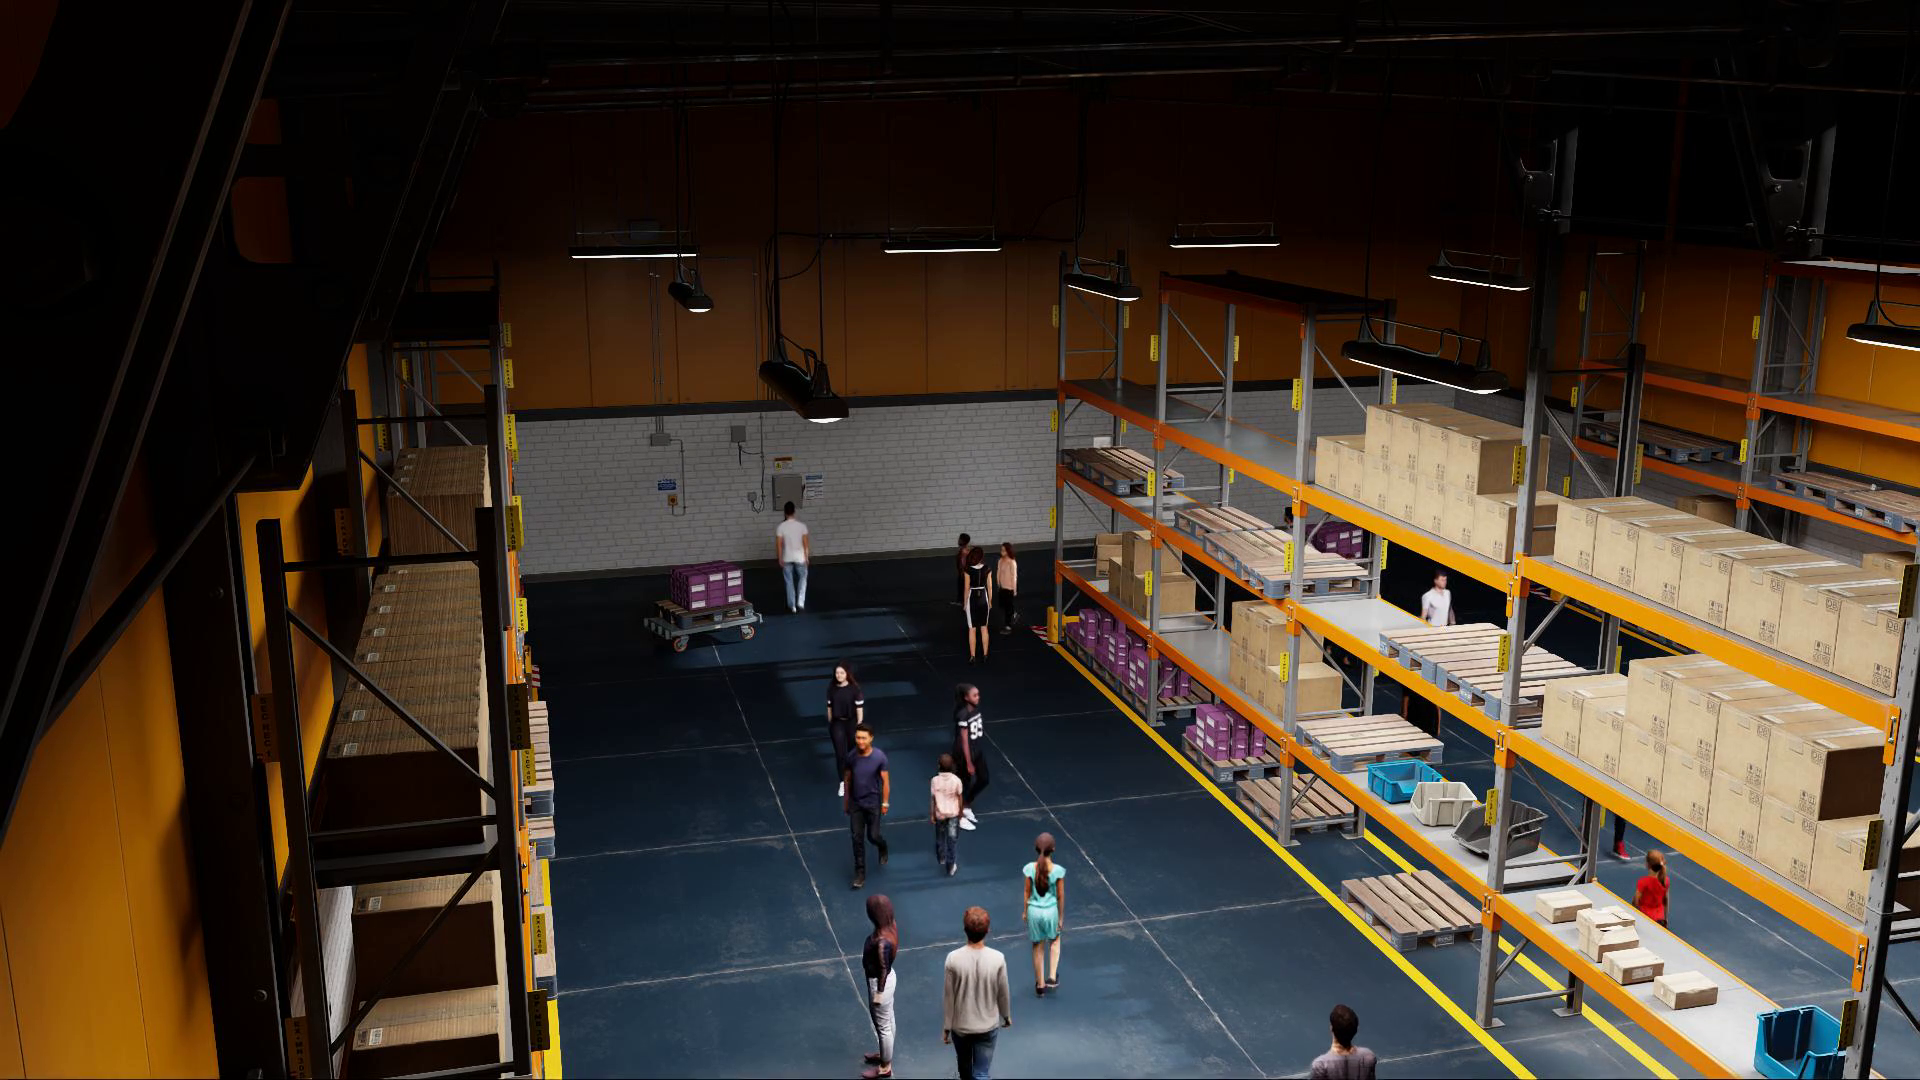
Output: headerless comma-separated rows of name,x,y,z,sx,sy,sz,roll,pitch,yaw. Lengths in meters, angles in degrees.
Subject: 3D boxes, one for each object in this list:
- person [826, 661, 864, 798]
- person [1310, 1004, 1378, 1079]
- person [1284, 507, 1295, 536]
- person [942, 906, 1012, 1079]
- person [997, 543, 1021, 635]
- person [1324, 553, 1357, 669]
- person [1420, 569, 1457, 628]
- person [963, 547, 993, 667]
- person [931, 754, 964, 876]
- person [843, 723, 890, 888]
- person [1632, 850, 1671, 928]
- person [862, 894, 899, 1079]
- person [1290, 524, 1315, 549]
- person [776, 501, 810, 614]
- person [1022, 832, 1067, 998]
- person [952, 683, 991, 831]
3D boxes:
person,-1.349,2.209,19.855,0.797,1.619,1.037,1,14,4
person,2.642,4.118,11.511,0.674,1.835,0.869,-4,14,-15
person,5.307,0.402,26.660,0.811,1.929,0.773,10,17,35
person,0.119,3.799,12.801,0.935,1.848,1.282,0,14,2
person,0.804,0.753,26.192,0.800,1.467,0.782,-12,18,-40
person,5.635,1.022,24.562,0.675,1.711,0.852,-7,15,-25
person,6.572,1.303,23.218,0.943,1.797,1.306,-9,16,-32
person,0.255,0.975,24.578,0.585,1.795,0.476,-4,14,-15
person,-0.146,2.923,17.609,0.616,1.287,0.752,2,14,7
person,-0.958,2.747,17.408,0.858,1.724,0.950,4,14,15
person,6.368,3.490,15.236,0.501,1.303,0.571,-3,14,-12
person,-0.667,3.681,13.794,0.723,1.611,0.582,1,14,4
person,5.337,0.596,26.092,0.914,1.819,0.961,5,14,20
person,-2.719,0.308,27.208,0.726,1.853,0.702,-2,14,-7
person,0.752,3.410,15.043,0.625,1.550,0.657,1,14,3
person,0.013,2.428,18.745,0.811,1.716,0.752,8,16,31
